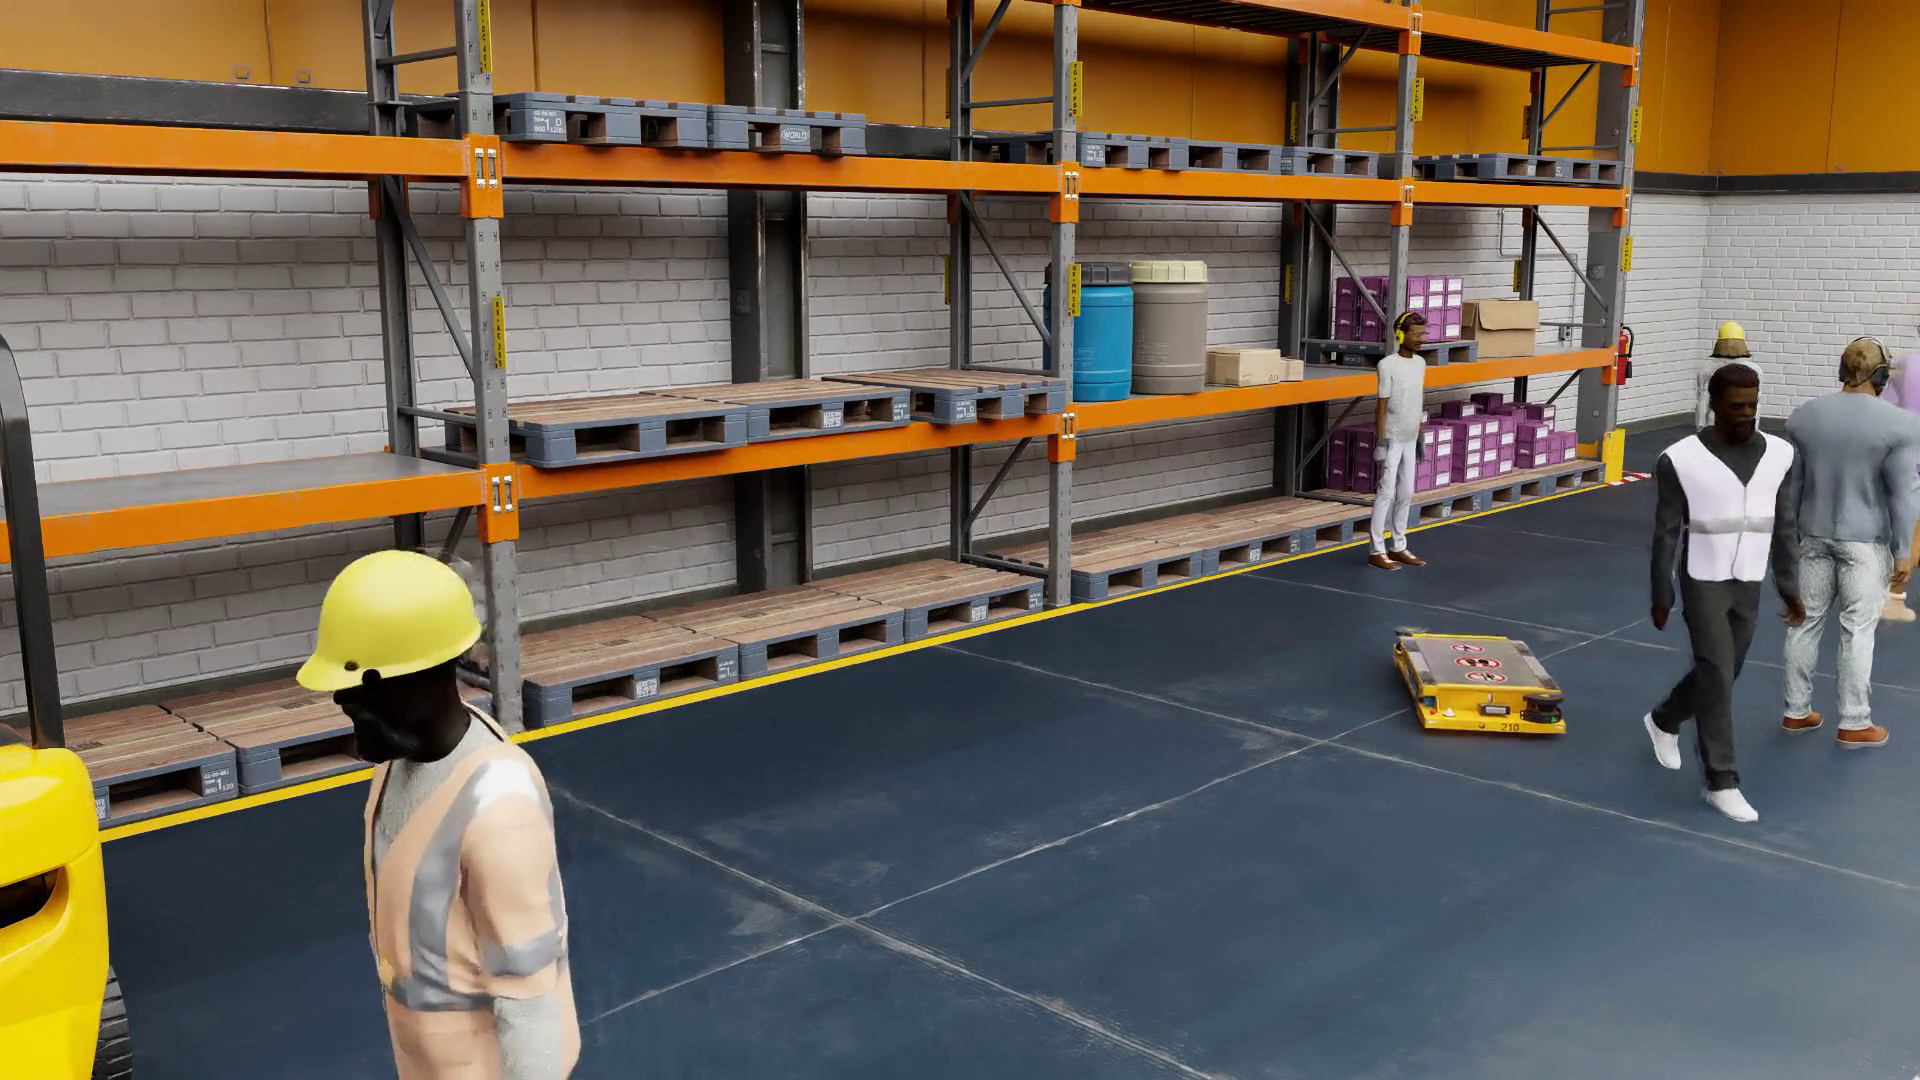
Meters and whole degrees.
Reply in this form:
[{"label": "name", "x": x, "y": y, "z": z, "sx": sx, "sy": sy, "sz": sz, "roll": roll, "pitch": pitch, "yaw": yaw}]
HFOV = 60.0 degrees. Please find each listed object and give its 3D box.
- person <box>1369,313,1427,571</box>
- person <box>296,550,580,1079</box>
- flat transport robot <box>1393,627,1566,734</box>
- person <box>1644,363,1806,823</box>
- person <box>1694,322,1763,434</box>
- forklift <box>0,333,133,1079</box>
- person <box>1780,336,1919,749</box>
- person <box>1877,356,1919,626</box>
[{"label": "person", "x": 3.195, "y": -0.709, "z": 12.040, "sx": 0.541, "sy": 1.855, "sz": 0.328, "roll": -8, "pitch": 13, "yaw": -37}, {"label": "person", "x": -0.822, "y": 0.921, "z": 2.996, "sx": 0.627, "sy": 1.895, "sz": 0.627, "roll": -6, "pitch": 12, "yaw": -31}, {"label": "flat transport robot", "x": 2.658, "y": 0.707, "z": 8.620, "sx": 0.652, "sy": 0.197, "sz": 1.431, "roll": 2, "pitch": 11, "yaw": 8}, {"label": "person", "x": 3.240, "y": 0.171, "z": 7.160, "sx": 0.601, "sy": 1.887, "sz": 0.903, "roll": -2, "pitch": 11, "yaw": -11}, {"label": "person", "x": 5.961, "y": -0.823, "z": 12.970, "sx": 0.484, "sy": 1.735, "sz": 0.311, "roll": 2, "pitch": 11, "yaw": 10}, {"label": "forklift", "x": -3.289, "y": 0.485, "z": 4.582, "sx": 1.214, "sy": 2.155, "sz": 2.313, "roll": -10, "pitch": 14, "yaw": -44}, {"label": "person", "x": 4.181, "y": 0.012, "z": 7.862, "sx": 0.354, "sy": 1.936, "sz": 0.635, "roll": -7, "pitch": 13, "yaw": -34}, {"label": "person", "x": 6.123, "y": -0.477, "z": 10.358, "sx": 1.026, "sy": 1.990, "sz": 0.640, "roll": -6, "pitch": 12, "yaw": -28}]
